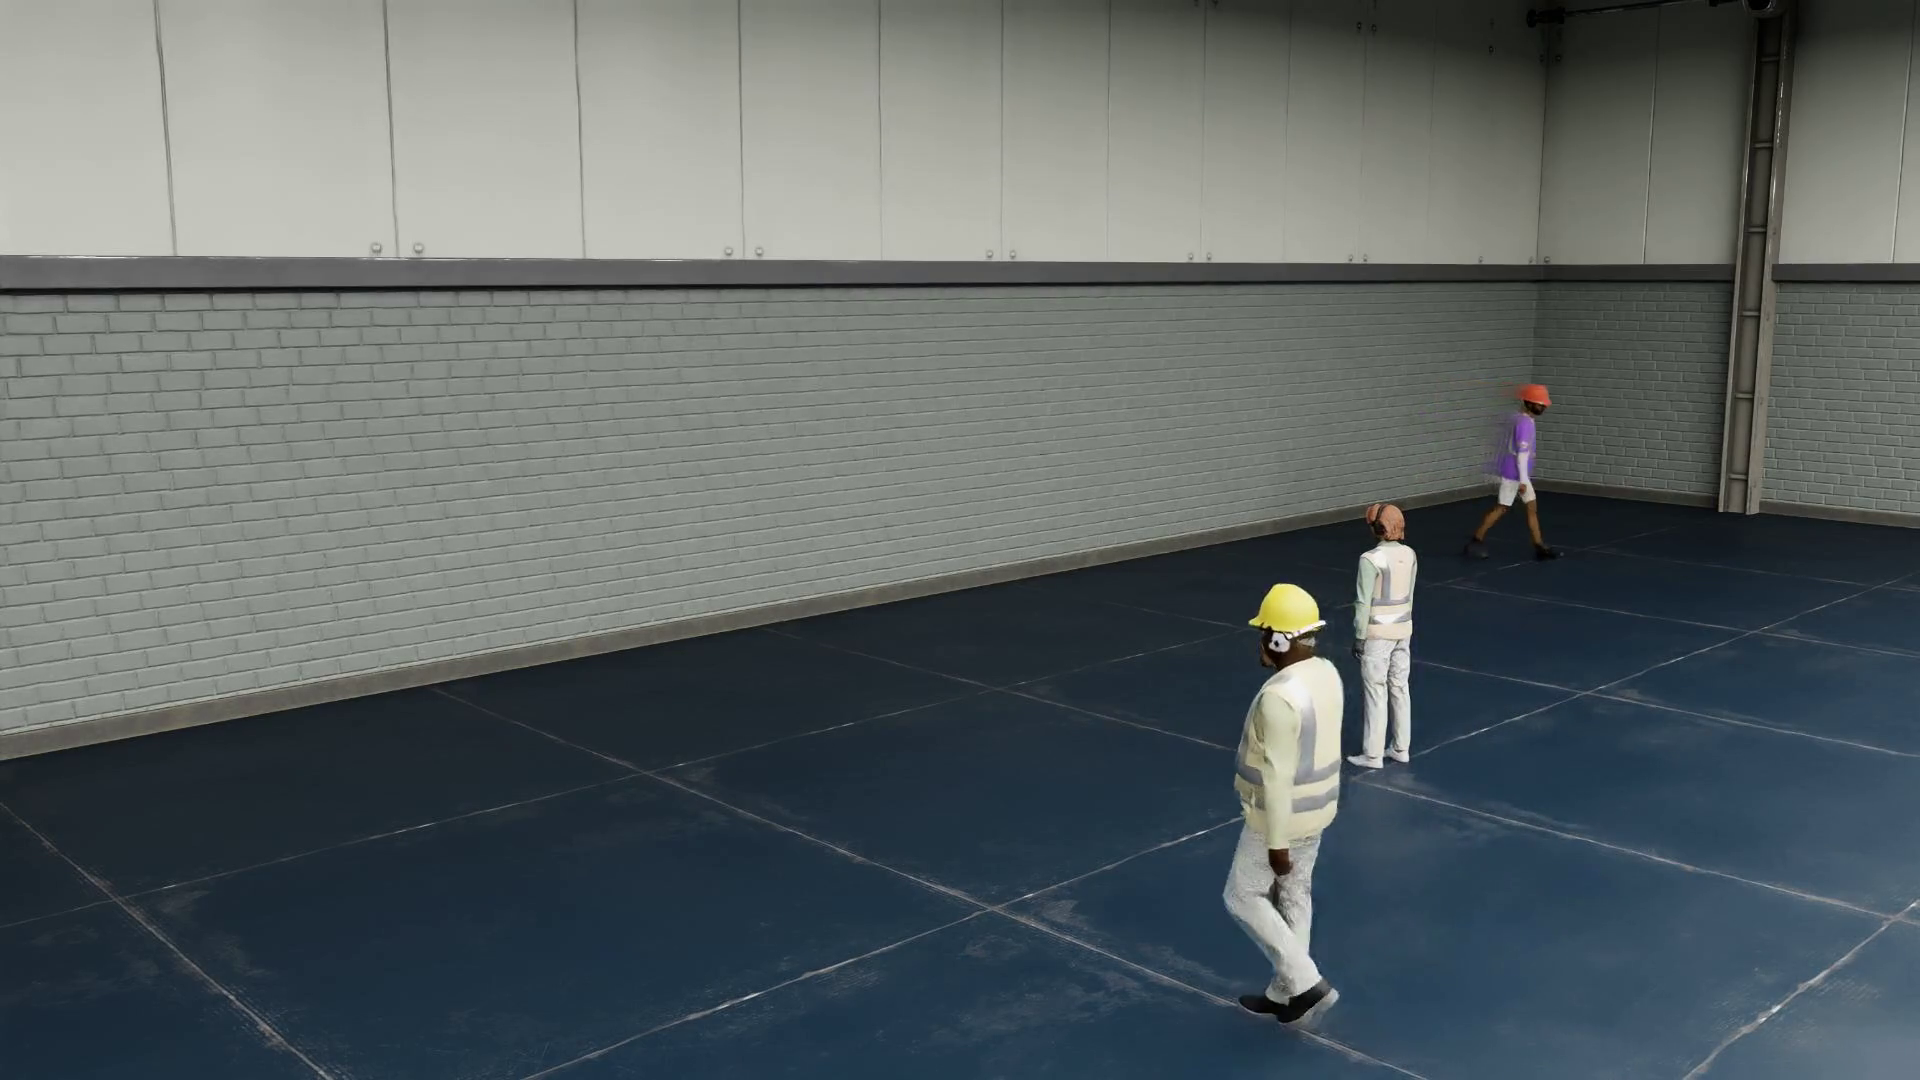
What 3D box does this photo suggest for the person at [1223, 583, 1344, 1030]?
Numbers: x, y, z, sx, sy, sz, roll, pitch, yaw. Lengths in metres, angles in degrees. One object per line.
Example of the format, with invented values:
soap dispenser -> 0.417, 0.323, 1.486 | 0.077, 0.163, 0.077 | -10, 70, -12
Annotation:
person -> 1.296, 1.069, 6.617 | 0.429, 1.815, 0.601 | 7, 11, 37

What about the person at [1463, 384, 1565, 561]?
person -> 5.819, -0.700, 17.442 | 1.015, 1.880, 0.593 | 4, 10, 25

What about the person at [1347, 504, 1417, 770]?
person -> 2.601, 0.589, 10.190 | 0.509, 1.629, 0.316 | -8, 12, -40
